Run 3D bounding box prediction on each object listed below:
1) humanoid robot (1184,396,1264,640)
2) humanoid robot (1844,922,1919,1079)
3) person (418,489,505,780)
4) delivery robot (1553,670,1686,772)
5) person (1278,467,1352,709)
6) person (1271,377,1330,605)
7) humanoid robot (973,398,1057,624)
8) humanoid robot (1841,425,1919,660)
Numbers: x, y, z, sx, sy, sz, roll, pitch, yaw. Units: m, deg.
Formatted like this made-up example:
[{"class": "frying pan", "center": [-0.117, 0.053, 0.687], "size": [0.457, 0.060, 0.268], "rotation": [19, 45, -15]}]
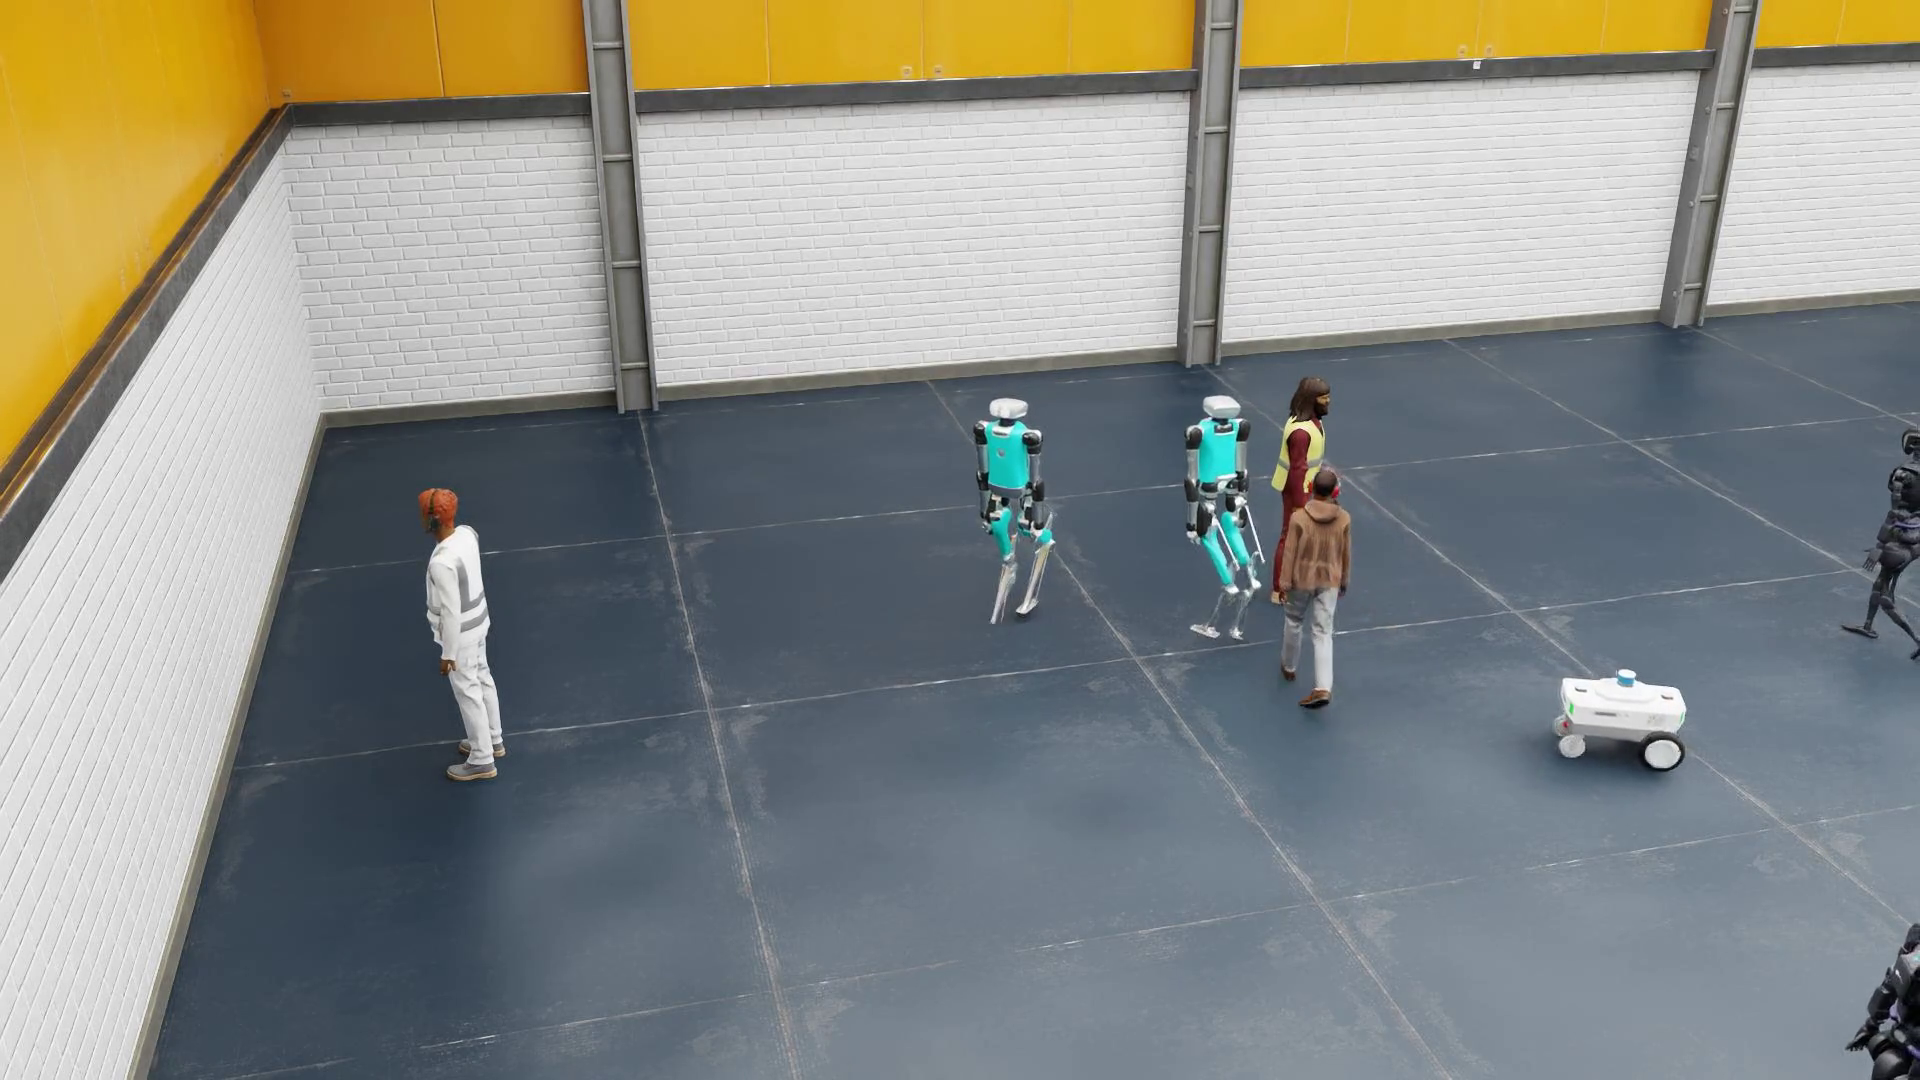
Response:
[{"class": "humanoid robot", "center": [1.918, -0.074, 11.746], "size": [0.548, 1.822, 0.732], "rotation": [-12, 27, -26]}, {"class": "humanoid robot", "center": [3.849, 2.127, 6.766], "size": [0.350, 1.649, 0.599], "rotation": [3, 24, 6]}, {"class": "person", "center": [-3.025, 0.566, 10.071], "size": [0.337, 1.882, 0.583], "rotation": [0, 24, 1]}, {"class": "delivery robot", "center": [4.181, 1.110, 10.494], "size": [0.801, 0.602, 0.499], "rotation": [4, 24, 10]}, {"class": "person", "center": [2.357, 0.314, 10.976], "size": [0.495, 1.611, 0.780], "rotation": [0, 24, -1]}, {"class": "person", "center": [2.502, -0.365, 12.337], "size": [0.365, 1.764, 0.470], "rotation": [9, 25, 20]}, {"class": "humanoid robot", "center": [0.464, -0.200, 12.058], "size": [0.545, 1.839, 0.749], "rotation": [14, 27, 29]}, {"class": "humanoid robot", "center": [6.649, 0.015, 11.622], "size": [0.612, 1.646, 0.681], "rotation": [-18, 29, -34]}]
